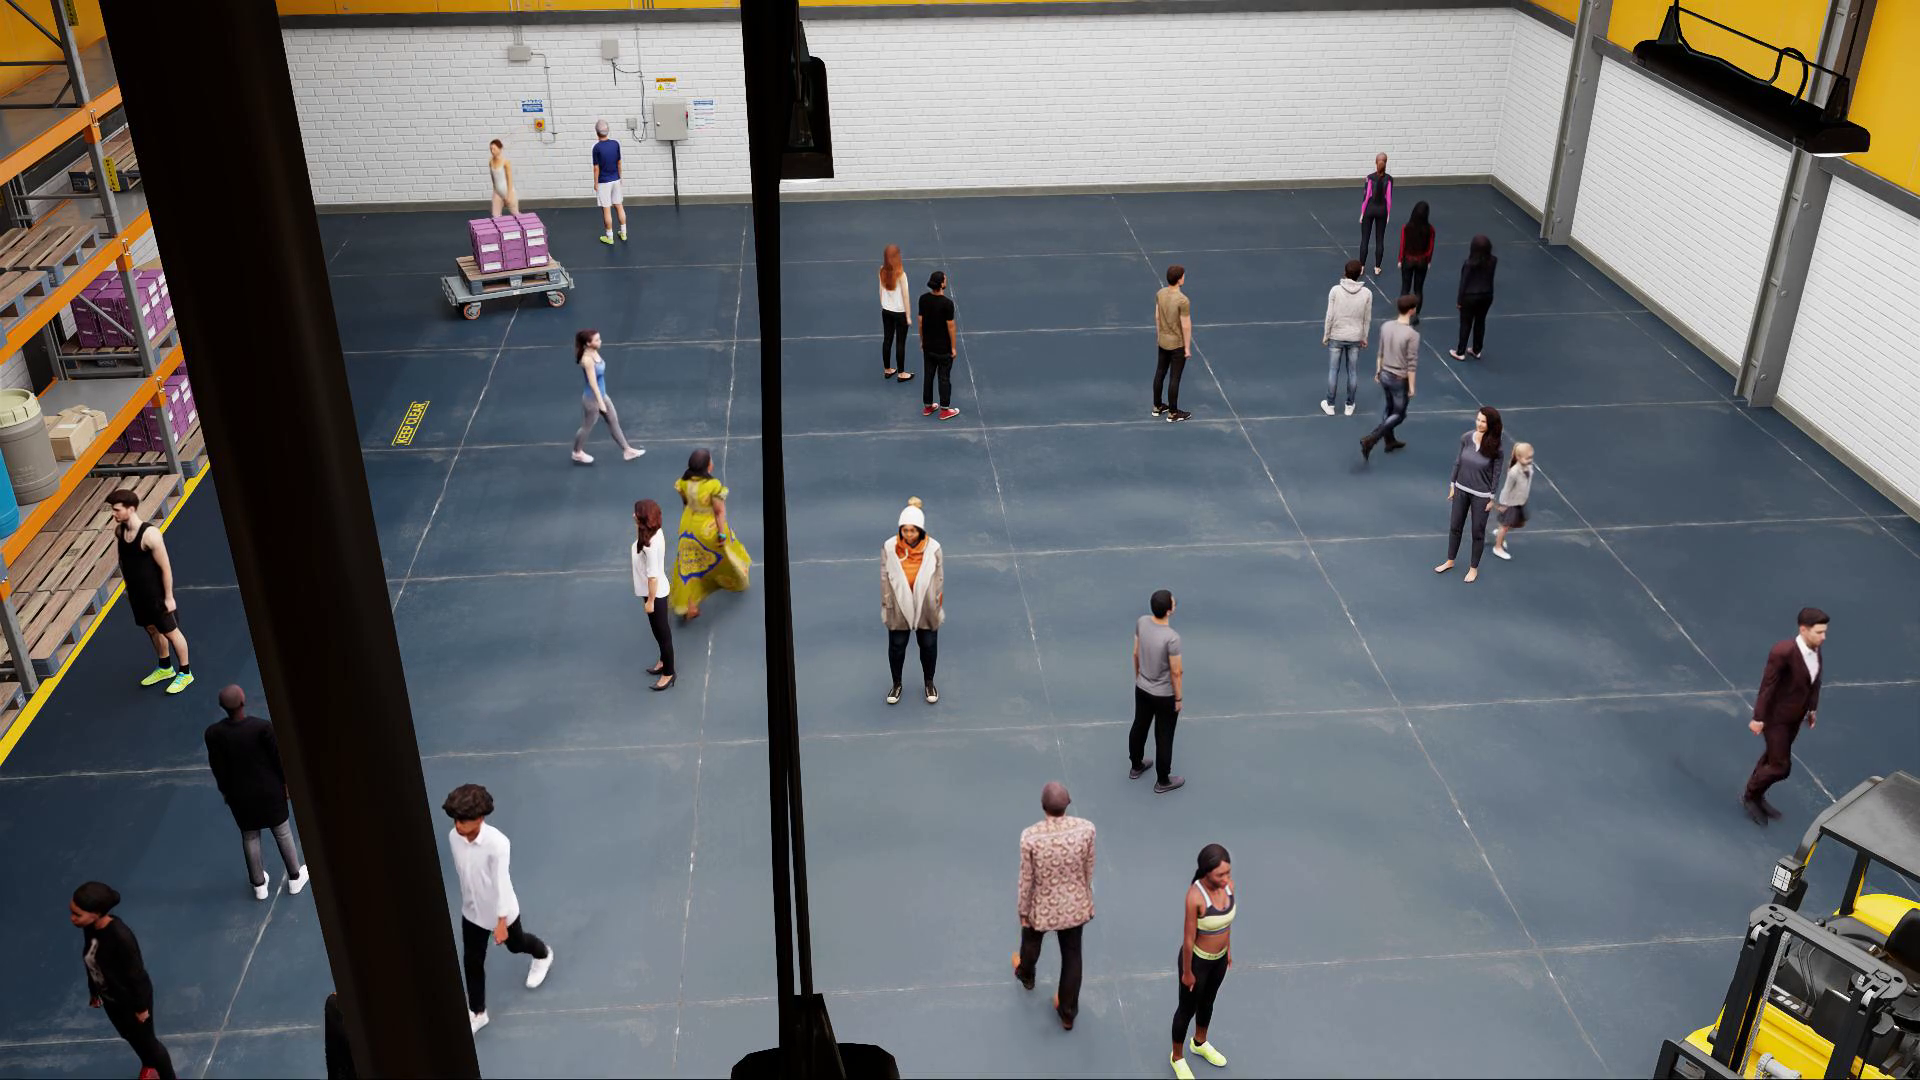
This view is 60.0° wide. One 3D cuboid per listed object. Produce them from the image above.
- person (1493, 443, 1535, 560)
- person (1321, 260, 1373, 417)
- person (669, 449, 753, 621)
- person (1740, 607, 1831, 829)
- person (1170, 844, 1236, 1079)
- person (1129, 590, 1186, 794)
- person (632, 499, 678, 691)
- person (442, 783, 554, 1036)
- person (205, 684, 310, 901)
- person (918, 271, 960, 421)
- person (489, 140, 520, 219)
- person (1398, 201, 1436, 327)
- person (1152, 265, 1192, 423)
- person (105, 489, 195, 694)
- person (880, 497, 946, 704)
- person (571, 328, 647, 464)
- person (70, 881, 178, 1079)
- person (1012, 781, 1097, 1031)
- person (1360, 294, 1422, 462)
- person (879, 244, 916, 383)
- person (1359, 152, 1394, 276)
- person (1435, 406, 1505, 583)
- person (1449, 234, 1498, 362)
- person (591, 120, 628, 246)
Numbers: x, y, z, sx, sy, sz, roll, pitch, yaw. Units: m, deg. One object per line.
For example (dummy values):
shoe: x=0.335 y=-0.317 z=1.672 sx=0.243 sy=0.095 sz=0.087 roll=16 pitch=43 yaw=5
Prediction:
person: x=5.411 y=-0.422 z=16.366 sx=0.643 sy=1.260 sz=0.713 roll=-17 pitch=33 yaw=-28
person: x=4.464 y=-2.349 z=19.281 sx=0.699 sy=1.852 sz=0.600 roll=1 pitch=29 yaw=2
person: x=-2.388 y=-0.021 z=15.270 sx=1.132 sy=1.606 sz=1.438 roll=11 pitch=31 yaw=19
person: x=6.193 y=1.272 z=12.642 sx=0.790 sy=1.853 sz=0.795 roll=-17 pitch=33 yaw=-28
person: x=1.504 y=2.595 z=10.319 sx=0.643 sy=1.755 sz=0.671 roll=-20 pitch=35 yaw=-33
person: x=1.535 y=1.155 z=12.959 sx=0.757 sy=1.755 sz=0.673 roll=-24 pitch=36 yaw=-36
person: x=-2.593 y=0.453 z=14.205 sx=0.689 sy=1.793 sz=0.490 roll=-6 pitch=29 yaw=-11
person: x=-2.992 y=2.323 z=10.792 sx=0.959 sy=1.779 sz=1.207 roll=11 pitch=30 yaw=19
person: x=-5.009 y=1.780 z=11.805 sx=0.673 sy=1.762 sz=0.588 roll=-6 pitch=29 yaw=-11
person: x=-0.261 y=-2.260 z=19.218 sx=0.709 sy=1.757 sz=0.737 roll=17 pitch=33 yaw=28
person: x=-6.683 y=-5.119 z=24.616 sx=0.852 sy=1.607 sz=1.077 roll=10 pitch=30 yaw=18
person: x=5.976 y=-3.627 z=21.829 sx=0.634 sy=1.656 sz=0.589 roll=4 pitch=29 yaw=8
person: x=2.436 y=-2.278 z=19.151 sx=0.810 sy=1.852 sz=0.705 roll=-21 pitch=35 yaw=-33
person: x=-6.904 y=0.419 z=14.166 sx=0.780 sy=1.890 sz=0.763 roll=12 pitch=31 yaw=21
person: x=-0.392 y=0.510 z=13.999 sx=0.705 sy=1.891 sz=0.656 roll=-1 pitch=29 yaw=-2
person: x=-4.031 y=-1.527 z=18.069 sx=0.717 sy=1.570 sz=1.012 roll=1 pitch=29 yaw=1
person: x=-5.075 y=2.739 z=10.143 sx=0.703 sy=1.671 sz=0.734 roll=16 pitch=32 yaw=26
person: x=0.651 y=2.392 z=10.663 sx=0.738 sy=1.781 sz=0.951 roll=-4 pitch=29 yaw=-8
person: x=4.706 y=-1.729 z=18.114 sx=1.061 sy=1.882 sz=1.134 roll=-18 pitch=33 yaw=-29
person: x=-0.793 y=-2.760 z=20.170 sx=0.650 sy=1.722 sz=0.700 roll=20 pitch=34 yaw=32
person: x=5.876 y=-4.626 z=23.562 sx=0.598 sy=1.751 sz=0.587 roll=2 pitch=29 yaw=3
person: x=4.912 y=-0.462 z=15.910 sx=0.683 sy=1.768 sz=0.738 roll=21 pitch=35 yaw=33
person: x=6.460 y=-3.027 z=20.771 sx=0.717 sy=1.615 sz=0.715 roll=-11 pitch=30 yaw=-19
person: x=-5.242 y=-5.352 z=24.801 sx=0.723 sy=1.839 sz=0.756 roll=-24 pitch=37 yaw=-36
